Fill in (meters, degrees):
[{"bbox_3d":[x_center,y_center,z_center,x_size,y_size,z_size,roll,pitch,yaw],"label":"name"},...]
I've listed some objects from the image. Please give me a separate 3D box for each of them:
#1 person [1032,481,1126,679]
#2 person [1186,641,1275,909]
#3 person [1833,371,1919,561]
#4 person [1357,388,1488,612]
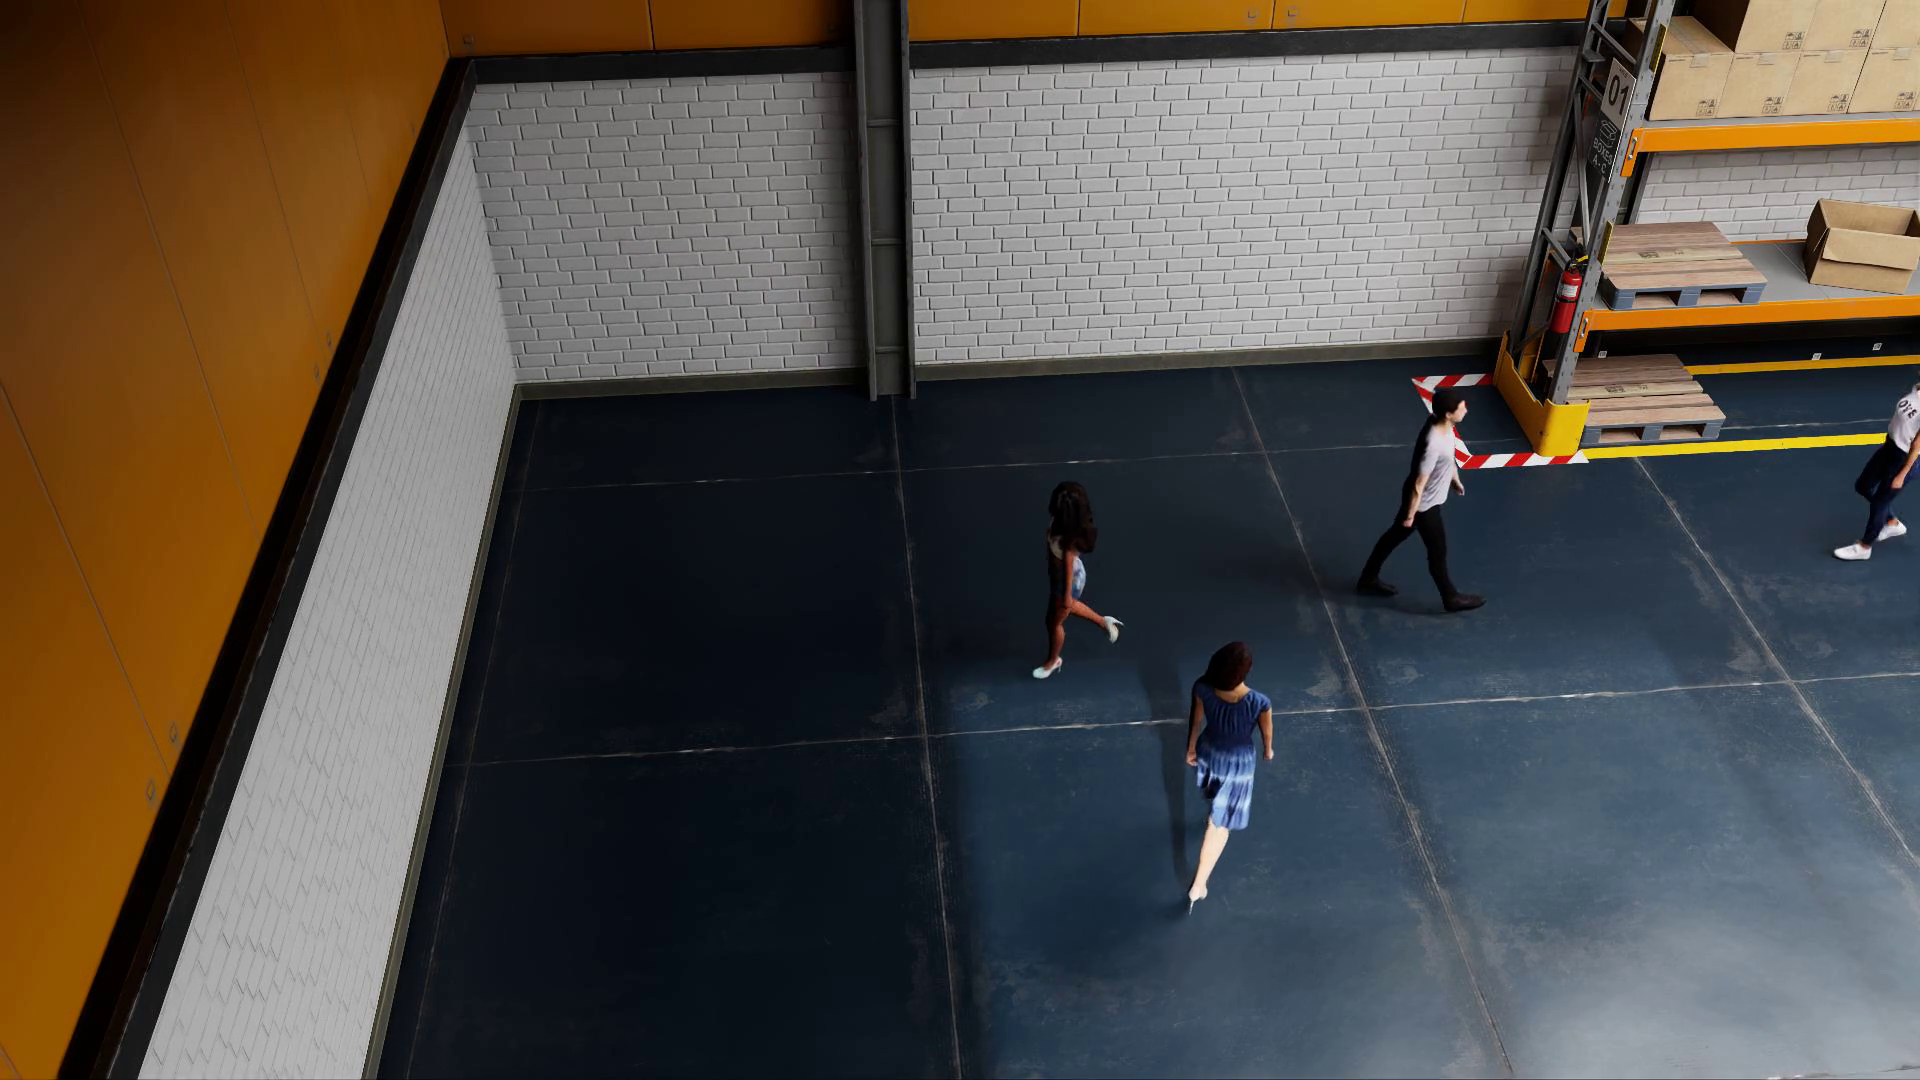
[{"bbox_3d":[0.775,0.268,11.096,0.899,1.609,0.611,-7,39,-9],"label":"person"},{"bbox_3d":[1.507,1.376,9.592,1.172,1.754,1.140,21,43,24],"label":"person"},{"bbox_3d":[6.867,-0.563,12.013,0.759,1.763,0.653,3,39,4],"label":"person"},{"bbox_3d":[3.143,-0.296,11.629,1.220,1.826,0.924,10,40,12],"label":"person"}]
